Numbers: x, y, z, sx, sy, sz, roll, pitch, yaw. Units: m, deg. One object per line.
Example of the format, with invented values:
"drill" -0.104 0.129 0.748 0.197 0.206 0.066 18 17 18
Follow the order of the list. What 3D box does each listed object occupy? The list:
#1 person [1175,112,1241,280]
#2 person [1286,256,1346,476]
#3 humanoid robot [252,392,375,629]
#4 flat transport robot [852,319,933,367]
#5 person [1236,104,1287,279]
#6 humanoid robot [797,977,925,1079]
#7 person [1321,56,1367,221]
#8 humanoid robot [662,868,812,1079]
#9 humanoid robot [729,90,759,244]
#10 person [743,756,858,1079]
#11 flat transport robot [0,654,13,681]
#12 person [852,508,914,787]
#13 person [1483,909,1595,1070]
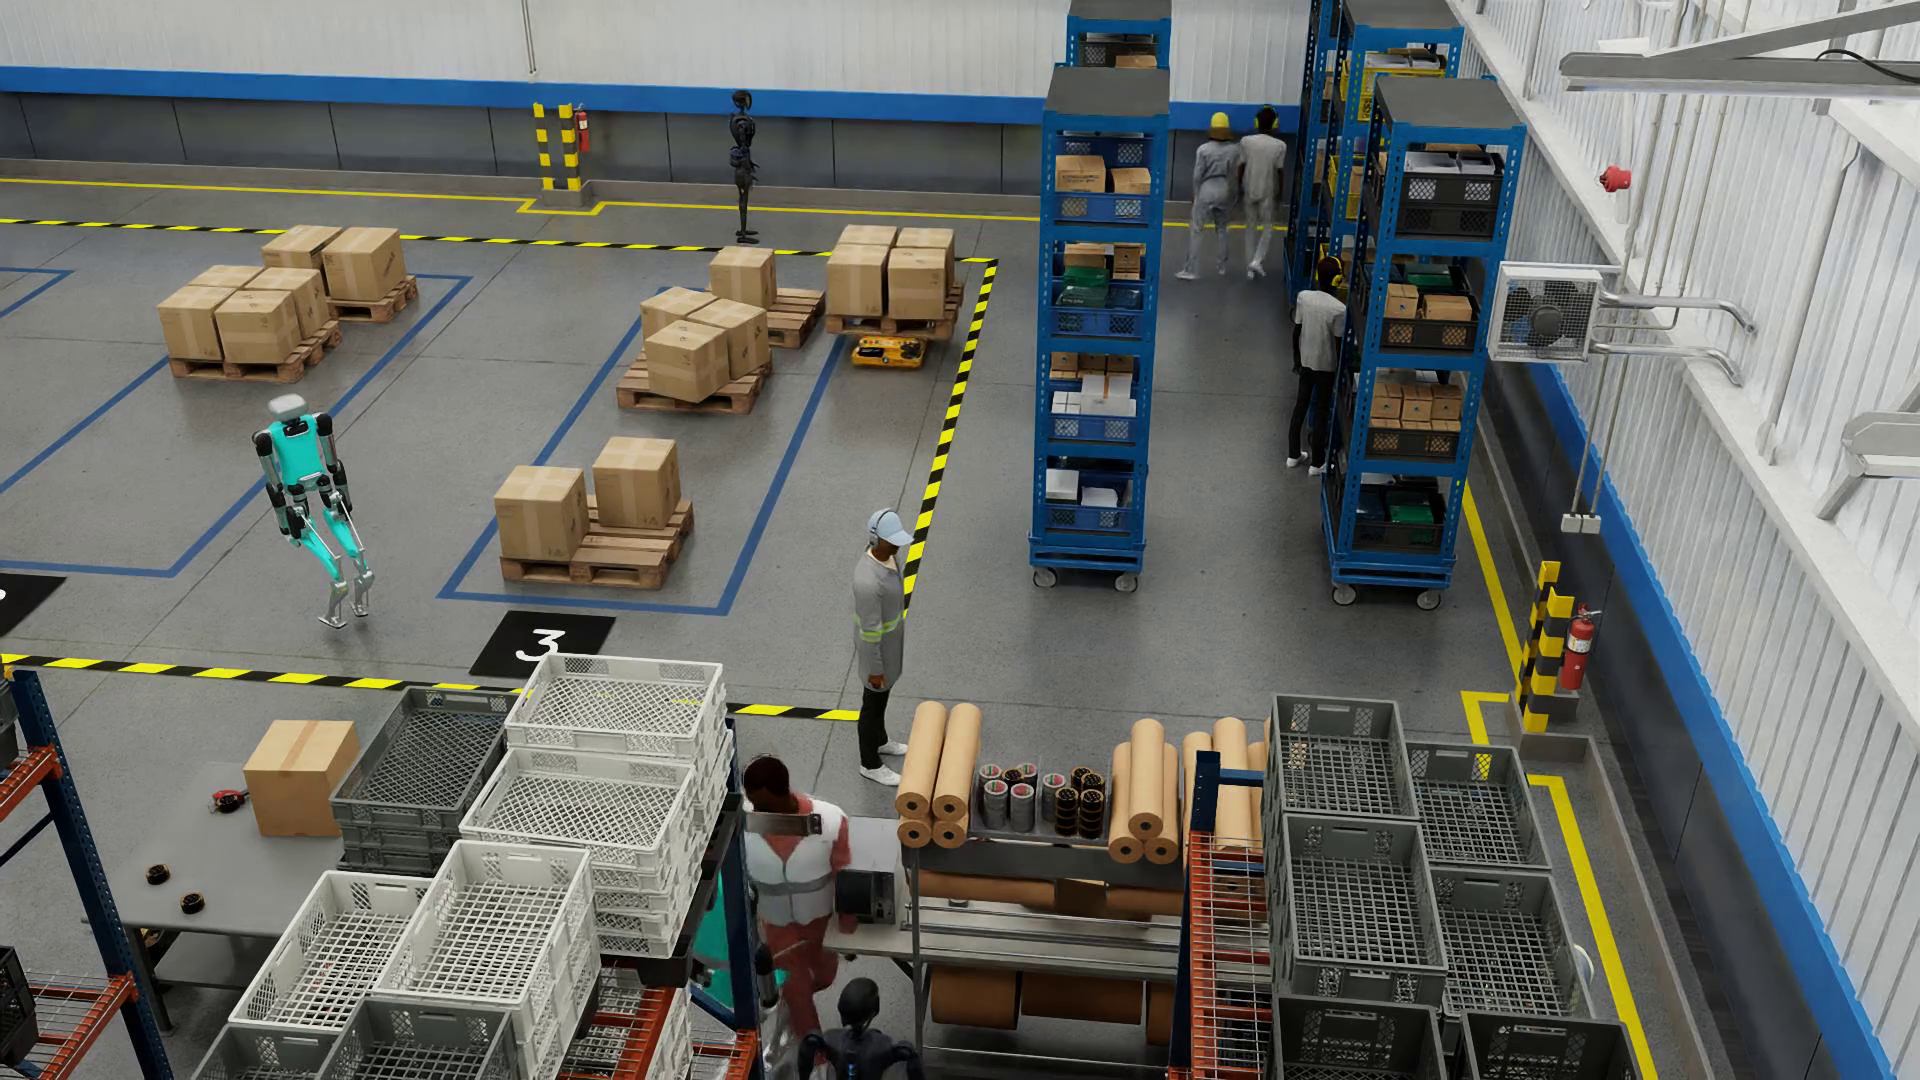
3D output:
"person" 2.603 -3.559 17.346 0.710 1.714 0.507 -7 31 -13
"person" 2.920 -1.412 13.514 0.329 1.865 0.508 -25 38 -36
"humanoid robot" -4.313 -0.138 11.315 0.533 1.680 0.735 -25 39 -36
"flat transport robot" -0.619 -2.079 16.216 0.652 0.197 1.431 3 30 6
"person" 3.105 -3.592 17.277 0.512 1.847 0.435 11 32 19
"humanoid robot" -0.401 2.502 6.971 0.612 1.644 0.359 5 31 8
"person" 4.271 -4.358 18.401 0.392 2.040 0.607 -20 36 -30
"humanoid robot" -1.024 1.972 7.819 0.568 1.722 1.030 15 33 23
"humanoid robot" -2.377 -4.135 18.364 0.315 1.655 0.599 -2 30 -4
"person" -0.794 1.794 7.995 0.593 1.866 0.681 -6 31 -11
"flat transport robot" -7.142 0.969 11.010 1.431 0.231 0.659 3 30 6
"person" -0.444 0.624 10.028 0.393 1.849 0.593 5 31 9
"person" 2.352 2.272 7.207 0.618 1.845 0.430 -16 34 -25
